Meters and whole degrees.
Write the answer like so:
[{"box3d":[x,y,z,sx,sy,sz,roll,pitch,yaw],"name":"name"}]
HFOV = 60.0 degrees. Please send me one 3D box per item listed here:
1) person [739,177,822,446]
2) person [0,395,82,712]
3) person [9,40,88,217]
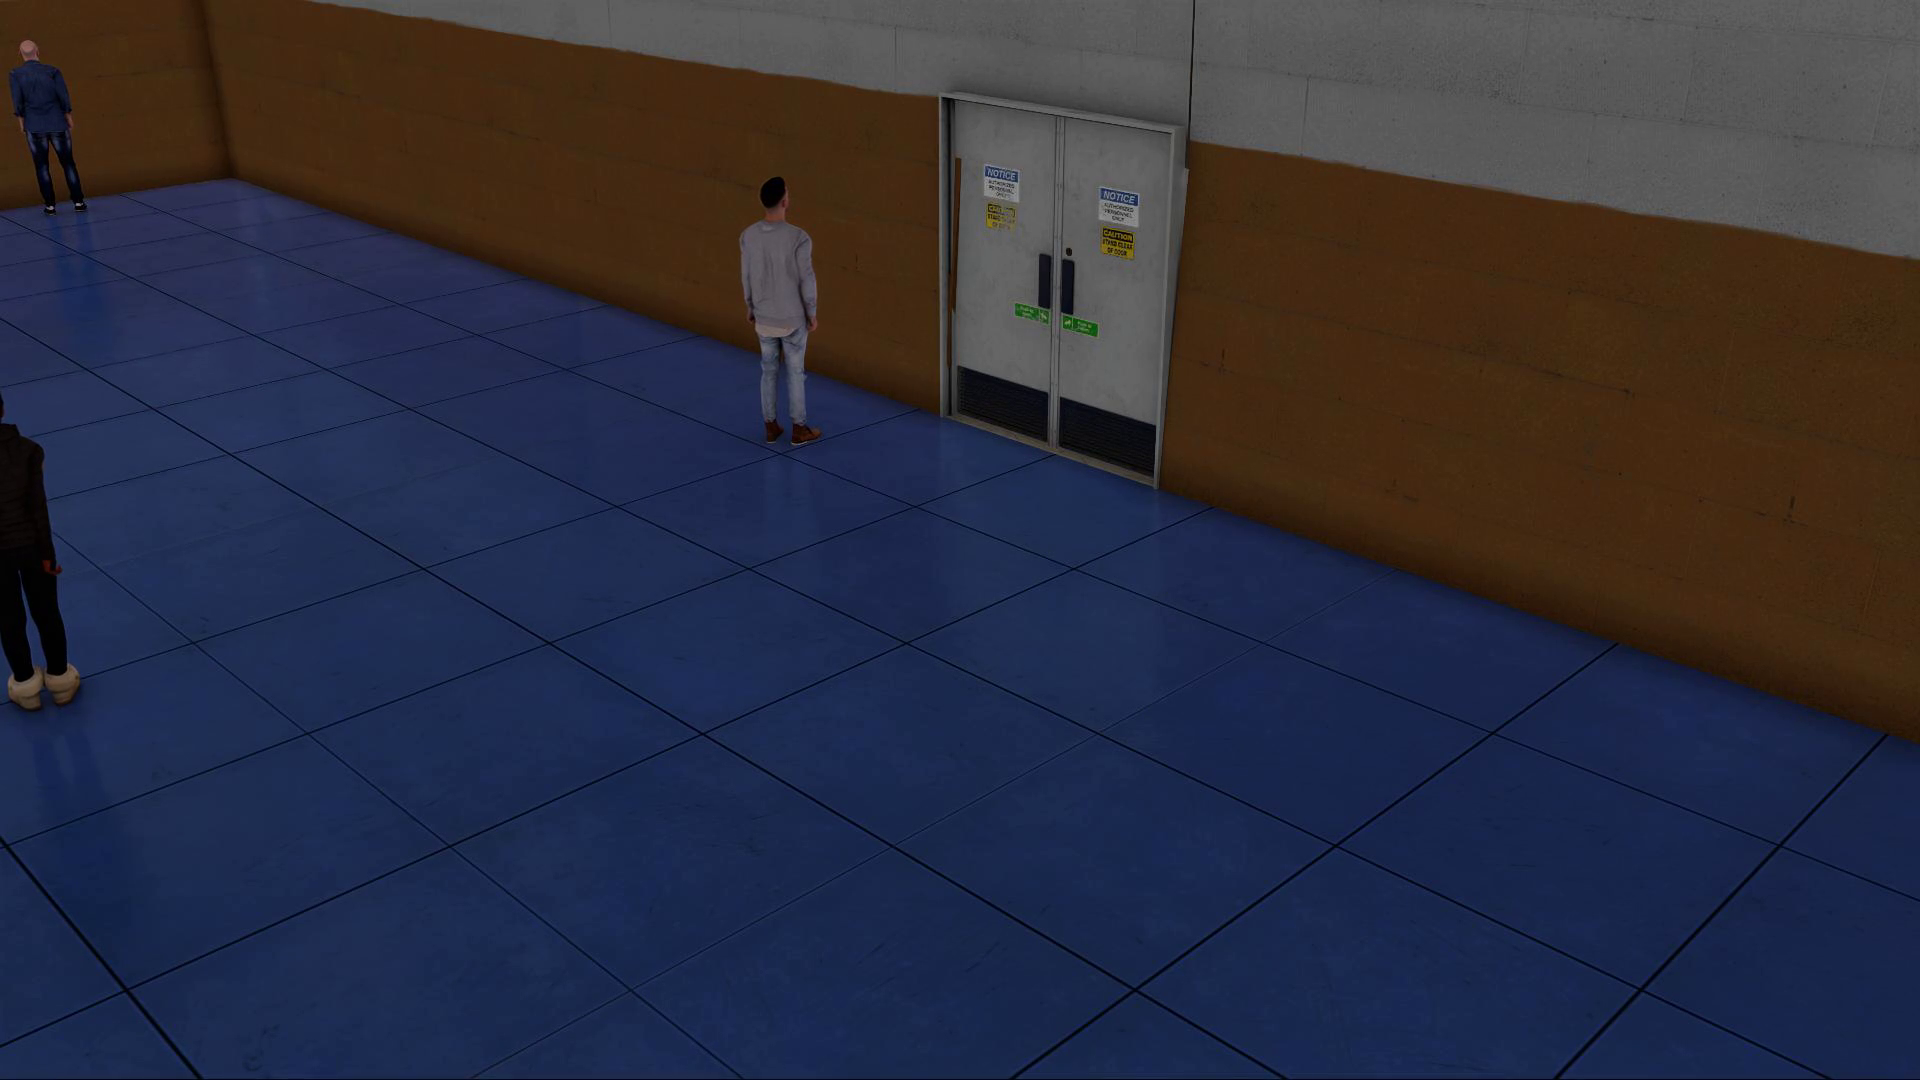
[{"box3d":[-1.211,-1.543,11.259,0.768,1.840,0.741,8,25,17],"name":"person"},{"box3d":[-4.459,0.052,7.840,0.671,1.659,0.607,9,25,19],"name":"person"},{"box3d":[-9.813,-4.427,17.867,0.617,1.825,0.837,-13,27,-27],"name":"person"}]
